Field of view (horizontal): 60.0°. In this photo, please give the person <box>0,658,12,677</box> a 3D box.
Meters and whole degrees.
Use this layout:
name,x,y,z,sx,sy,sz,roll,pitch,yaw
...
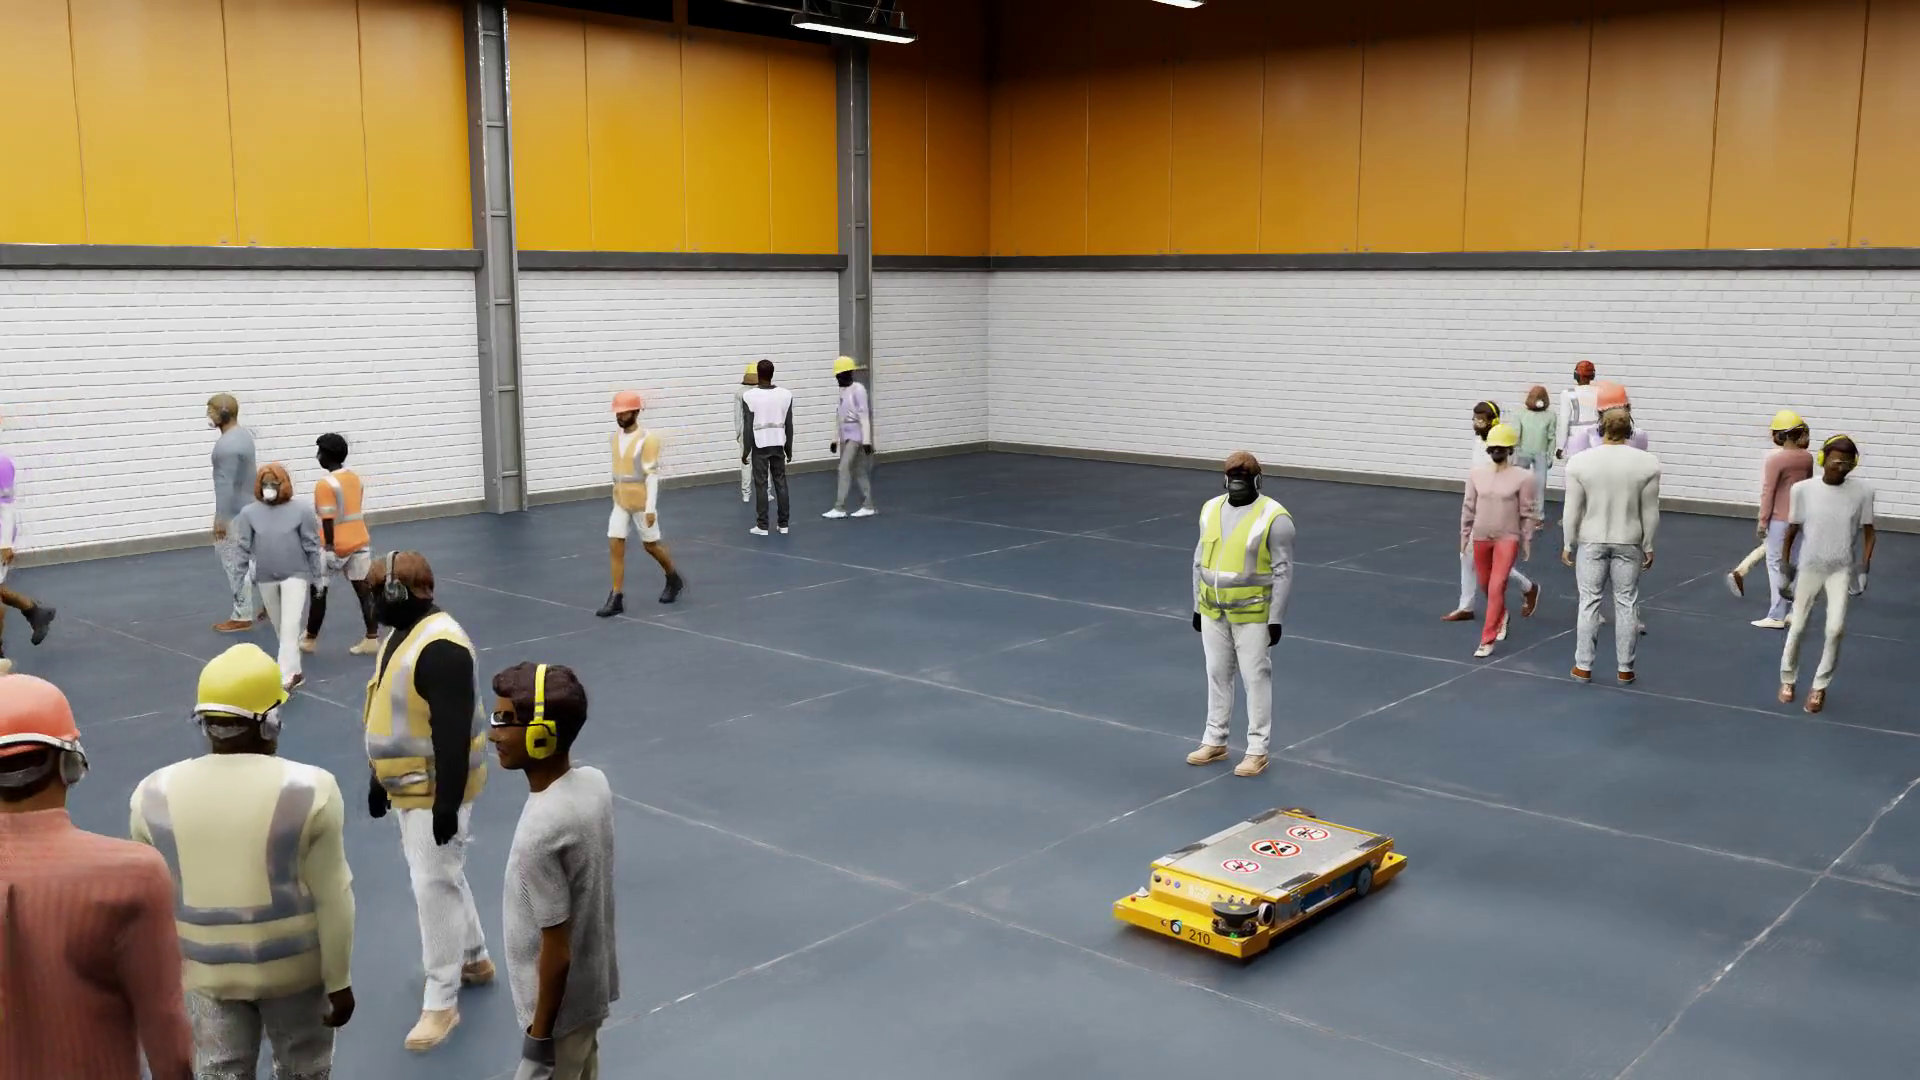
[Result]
name,x,y,z,sx,sy,sz,roll,pitch,yaw
person,-6.365,0.270,10.466,0.625,1.816,0.765,4,10,26

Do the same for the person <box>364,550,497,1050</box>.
name,x,y,z,sx,sy,sz,roll,pitch,yaw
person,-2.002,0.935,6.310,0.484,1.816,0.757,-5,10,-30

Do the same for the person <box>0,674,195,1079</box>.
name,x,y,z,sx,sy,sz,roll,pitch,yaw
person,-2.028,1.283,3.674,0.624,1.962,0.625,-1,9,-6

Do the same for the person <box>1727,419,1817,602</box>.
name,x,y,z,sx,sy,sz,roll,pitch,yaw
person,7.062,-0.247,14.363,0.710,1.607,0.508,-1,9,-4

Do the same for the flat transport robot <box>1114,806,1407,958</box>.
name,x,y,z,sx,sy,sz,roll,pitch,yaw
flat transport robot,1.390,1.509,7.525,0.652,0.197,1.431,8,12,42

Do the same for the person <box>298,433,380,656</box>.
name,x,y,z,sx,sy,sz,roll,pitch,yaw
person,-4.684,0.043,12.325,0.785,1.669,0.553,2,9,14

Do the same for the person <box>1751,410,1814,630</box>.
name,x,y,z,sx,sy,sz,roll,pitch,yaw
person,6.625,-0.164,13.389,0.521,1.756,0.358,-5,10,-27

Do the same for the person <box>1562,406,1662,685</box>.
name,x,y,z,sx,sy,sz,roll,pitch,yaw
person,4.495,0.040,11.527,0.627,1.940,0.372,3,9,15

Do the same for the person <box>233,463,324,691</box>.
name,x,y,z,sx,sy,sz,roll,pitch,yaw
person,-4.557,0.287,11.062,0.534,1.583,0.868,0,9,0

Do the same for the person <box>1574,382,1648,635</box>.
name,x,y,z,sx,sy,sz,roll,pitch,yaw
person,5.175,-0.247,13.164,0.622,1.981,0.994,0,9,0

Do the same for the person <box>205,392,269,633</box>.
name,x,y,z,sx,sy,sz,roll,pitch,yaw
person,-5.711,-0.213,13.168,0.480,1.920,0.633,-3,9,-17

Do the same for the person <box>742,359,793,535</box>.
name,x,y,z,sx,sy,sz,roll,pitch,yaw
person,-2.095,-1.010,18.183,0.594,1.917,0.373,-5,10,-30

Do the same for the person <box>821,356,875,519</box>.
name,x,y,z,sx,sy,sz,roll,pitch,yaw
person,-1.353,-1.184,19.337,0.828,1.888,0.626,-4,10,-23

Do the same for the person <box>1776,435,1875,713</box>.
name,x,y,z,sx,sy,sz,roll,pitch,yaw
person,5.631,0.212,10.848,0.538,1.819,0.562,4,10,21

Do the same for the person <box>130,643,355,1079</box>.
name,x,y,z,sx,sy,sz,roll,pitch,yaw
person,-2.002,1.197,4.662,0.600,1.811,0.710,0,9,0

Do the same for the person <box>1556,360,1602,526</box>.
name,x,y,z,sx,sy,sz,roll,pitch,yaw
person,6.983,-1.072,18.689,0.575,1.882,0.361,-1,9,-7

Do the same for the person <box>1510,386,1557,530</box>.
name,x,y,z,sx,sy,sz,roll,pitch,yaw
person,6.380,-0.902,18.513,0.510,1.595,0.843,2,9,12

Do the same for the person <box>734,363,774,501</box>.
name,x,y,z,sx,sy,sz,roll,pitch,yaw
person,-2.583,-1.346,20.874,0.488,1.732,0.329,0,9,2

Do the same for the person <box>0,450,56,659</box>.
name,x,y,z,sx,sy,sz,roll,pitch,yaw
person,-7.010,-0.048,12.146,0.548,1.920,0.671,6,11,33

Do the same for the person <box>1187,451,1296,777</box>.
name,x,y,z,sx,sy,sz,roll,pitch,yaw
person,1.576,0.413,9.483,0.633,1.844,0.429,9,13,44

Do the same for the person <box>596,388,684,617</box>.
name,x,y,z,sx,sy,sz,roll,pitch,yaw
person,-2.712,-0.341,14.053,0.554,1.904,0.956,6,11,31

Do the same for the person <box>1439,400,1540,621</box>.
name,x,y,z,sx,sy,sz,roll,pitch,yaw
person,4.344,-0.224,13.527,0.709,1.842,0.533,-2,9,-10

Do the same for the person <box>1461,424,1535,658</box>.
name,x,y,z,sx,sy,sz,roll,pitch,yaw
person,4.077,-0.028,12.587,0.527,1.737,0.837,7,11,38

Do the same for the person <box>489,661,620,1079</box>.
name,x,y,z,sx,sy,sz,roll,pitch,yaw
person,-1.045,1.227,4.291,0.314,1.869,0.535,0,9,2
